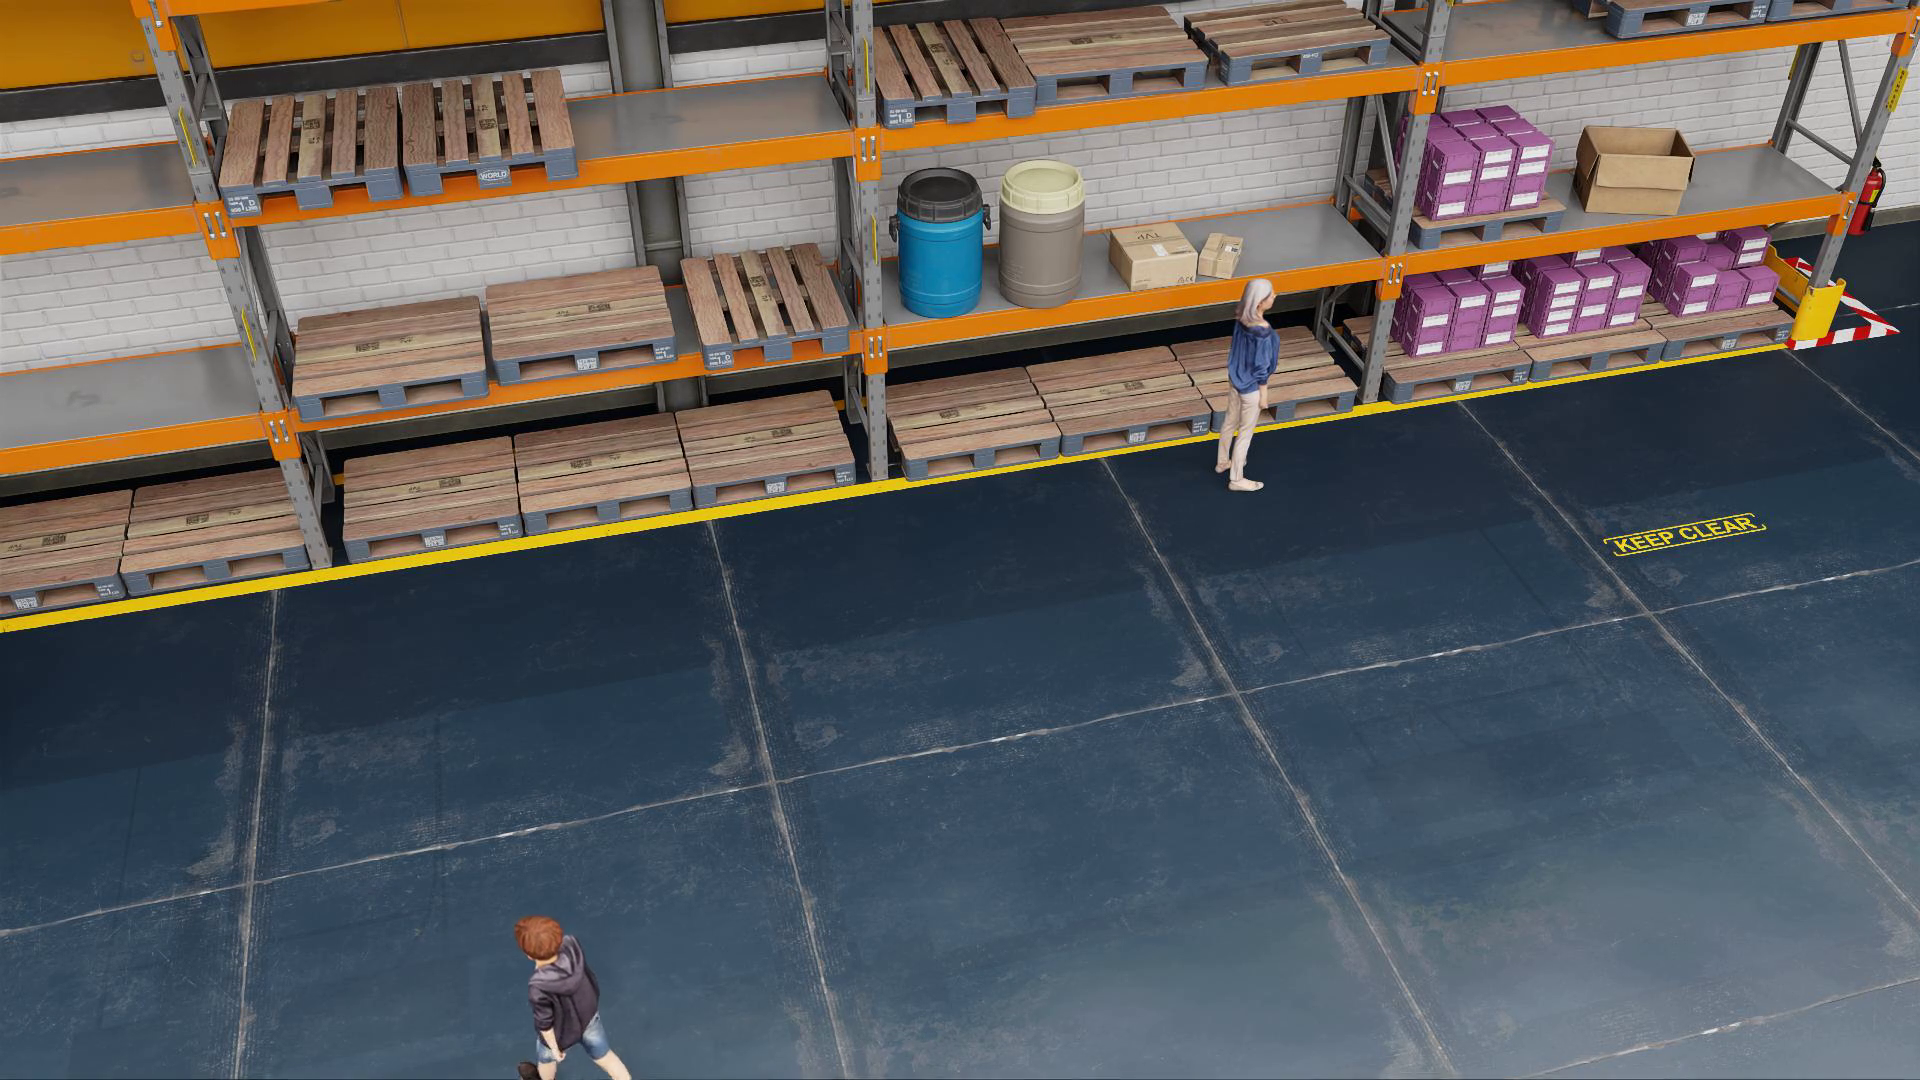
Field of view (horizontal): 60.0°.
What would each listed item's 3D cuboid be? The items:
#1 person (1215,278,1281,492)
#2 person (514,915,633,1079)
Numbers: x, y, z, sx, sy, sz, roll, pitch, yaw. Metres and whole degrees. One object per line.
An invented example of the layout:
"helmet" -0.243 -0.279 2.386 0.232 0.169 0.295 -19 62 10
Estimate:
"person" 2.059 -1.127 11.936 0.559 1.697 0.614 -11 40 -14
"person" -1.800 2.292 7.872 1.015 1.416 0.957 20 43 23
